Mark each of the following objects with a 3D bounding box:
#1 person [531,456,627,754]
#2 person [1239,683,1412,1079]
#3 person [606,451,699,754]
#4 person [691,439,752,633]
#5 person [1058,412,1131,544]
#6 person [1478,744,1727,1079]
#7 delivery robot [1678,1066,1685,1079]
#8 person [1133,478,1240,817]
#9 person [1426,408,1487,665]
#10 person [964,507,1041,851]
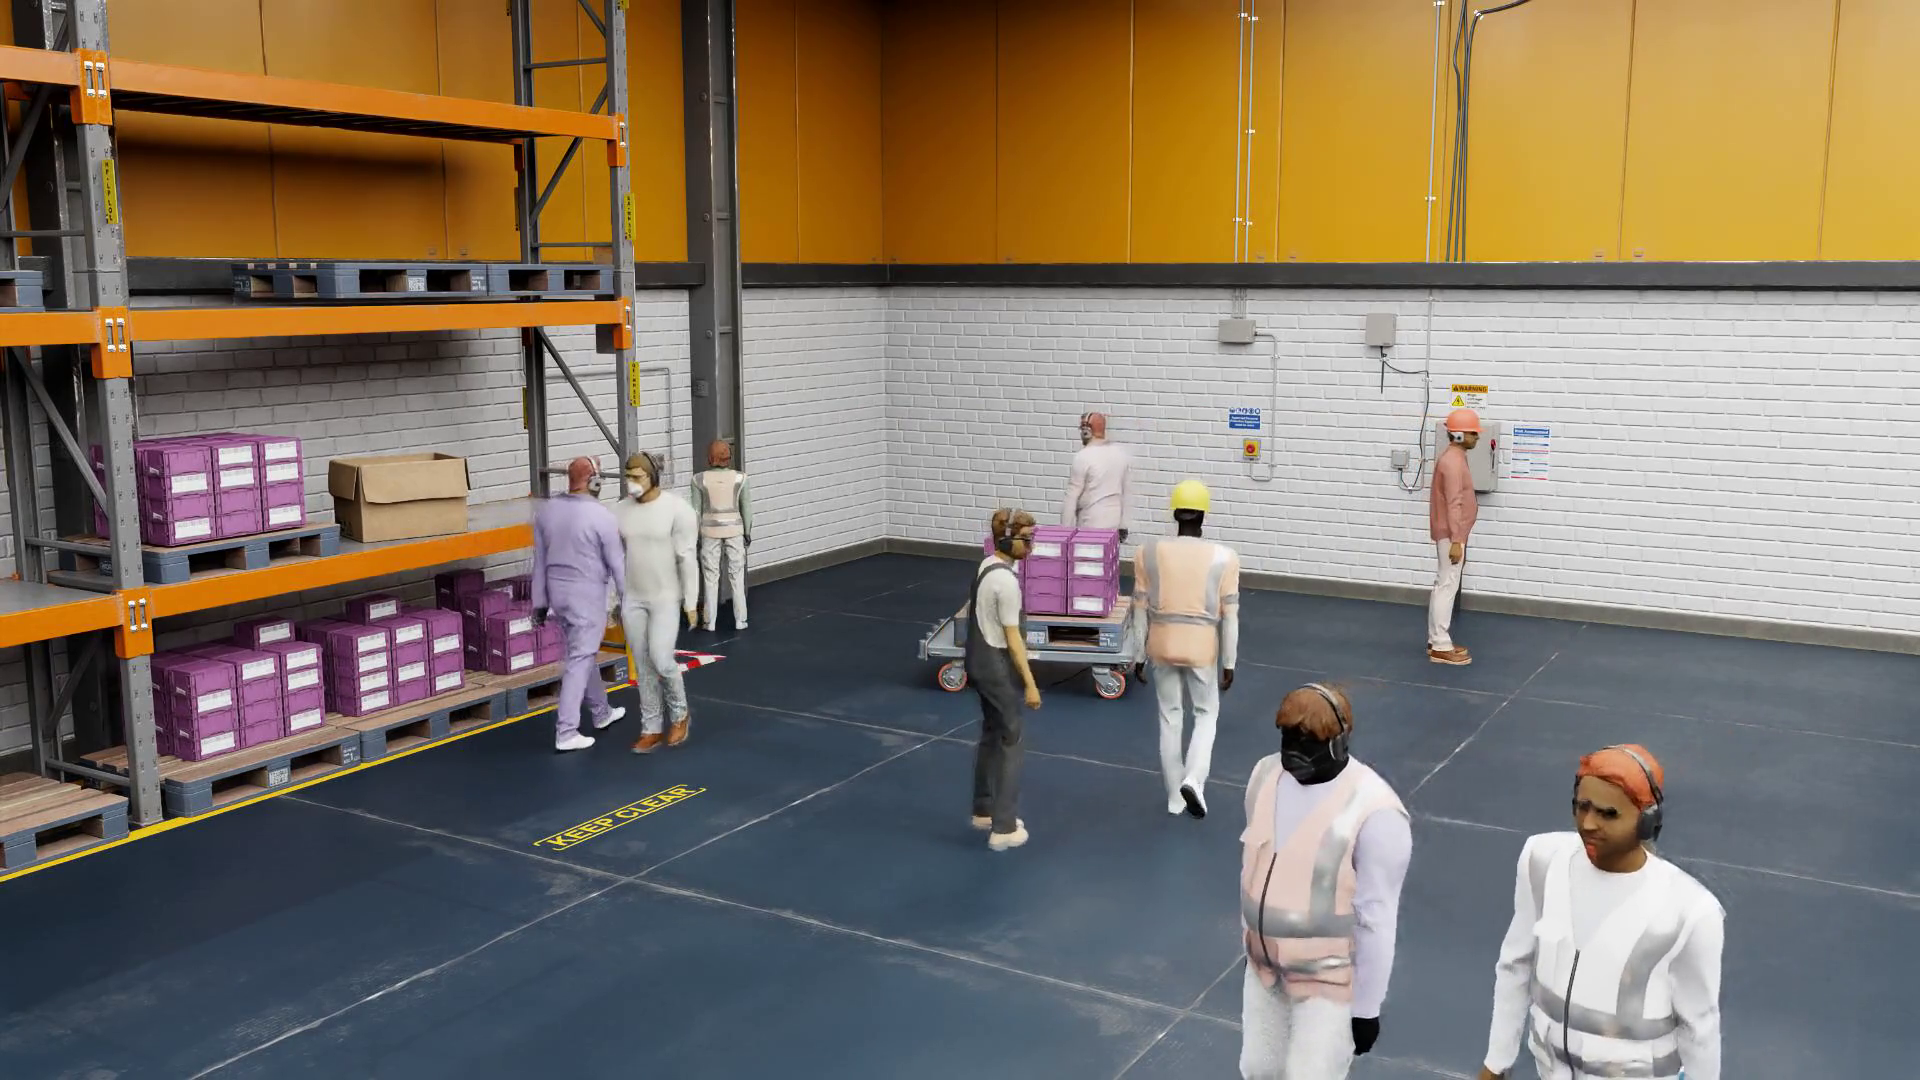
[{"bbox_3d":[-2.336,0.387,10.713,0.681,1.867,0.891,6,11,32],"label":"person"},{"bbox_3d":[1.131,1.312,5.159,0.591,1.816,0.631,-6,11,-32],"label":"person"},{"bbox_3d":[-1.962,0.399,10.477,0.660,1.928,0.430,4,10,23],"label":"person"},{"bbox_3d":[-2.010,-0.030,14.055,0.514,1.641,0.308,-2,9,-11],"label":"person"},{"bbox_3d":[1.052,-0.138,13.987,0.827,1.877,0.643,8,12,41],"label":"person"},{"bbox_3d":[1.765,1.413,4.434,0.893,1.854,0.578,-6,11,-31],"label":"person"},{"bbox_3d":[2.244,1.876,5.246,0.477,0.478,0.707,-6,11,-32],"label":"delivery robot"},{"bbox_3d":[1.236,0.617,9.185,0.586,1.912,0.519,2,9,14],"label":"person"},{"bbox_3d":[3.867,-0.037,12.993,0.396,1.992,0.623,2,9,12],"label":"person"},{"bbox_3d":[0.212,0.725,8.804,0.372,1.821,0.530,-2,9,-10],"label":"person"}]
